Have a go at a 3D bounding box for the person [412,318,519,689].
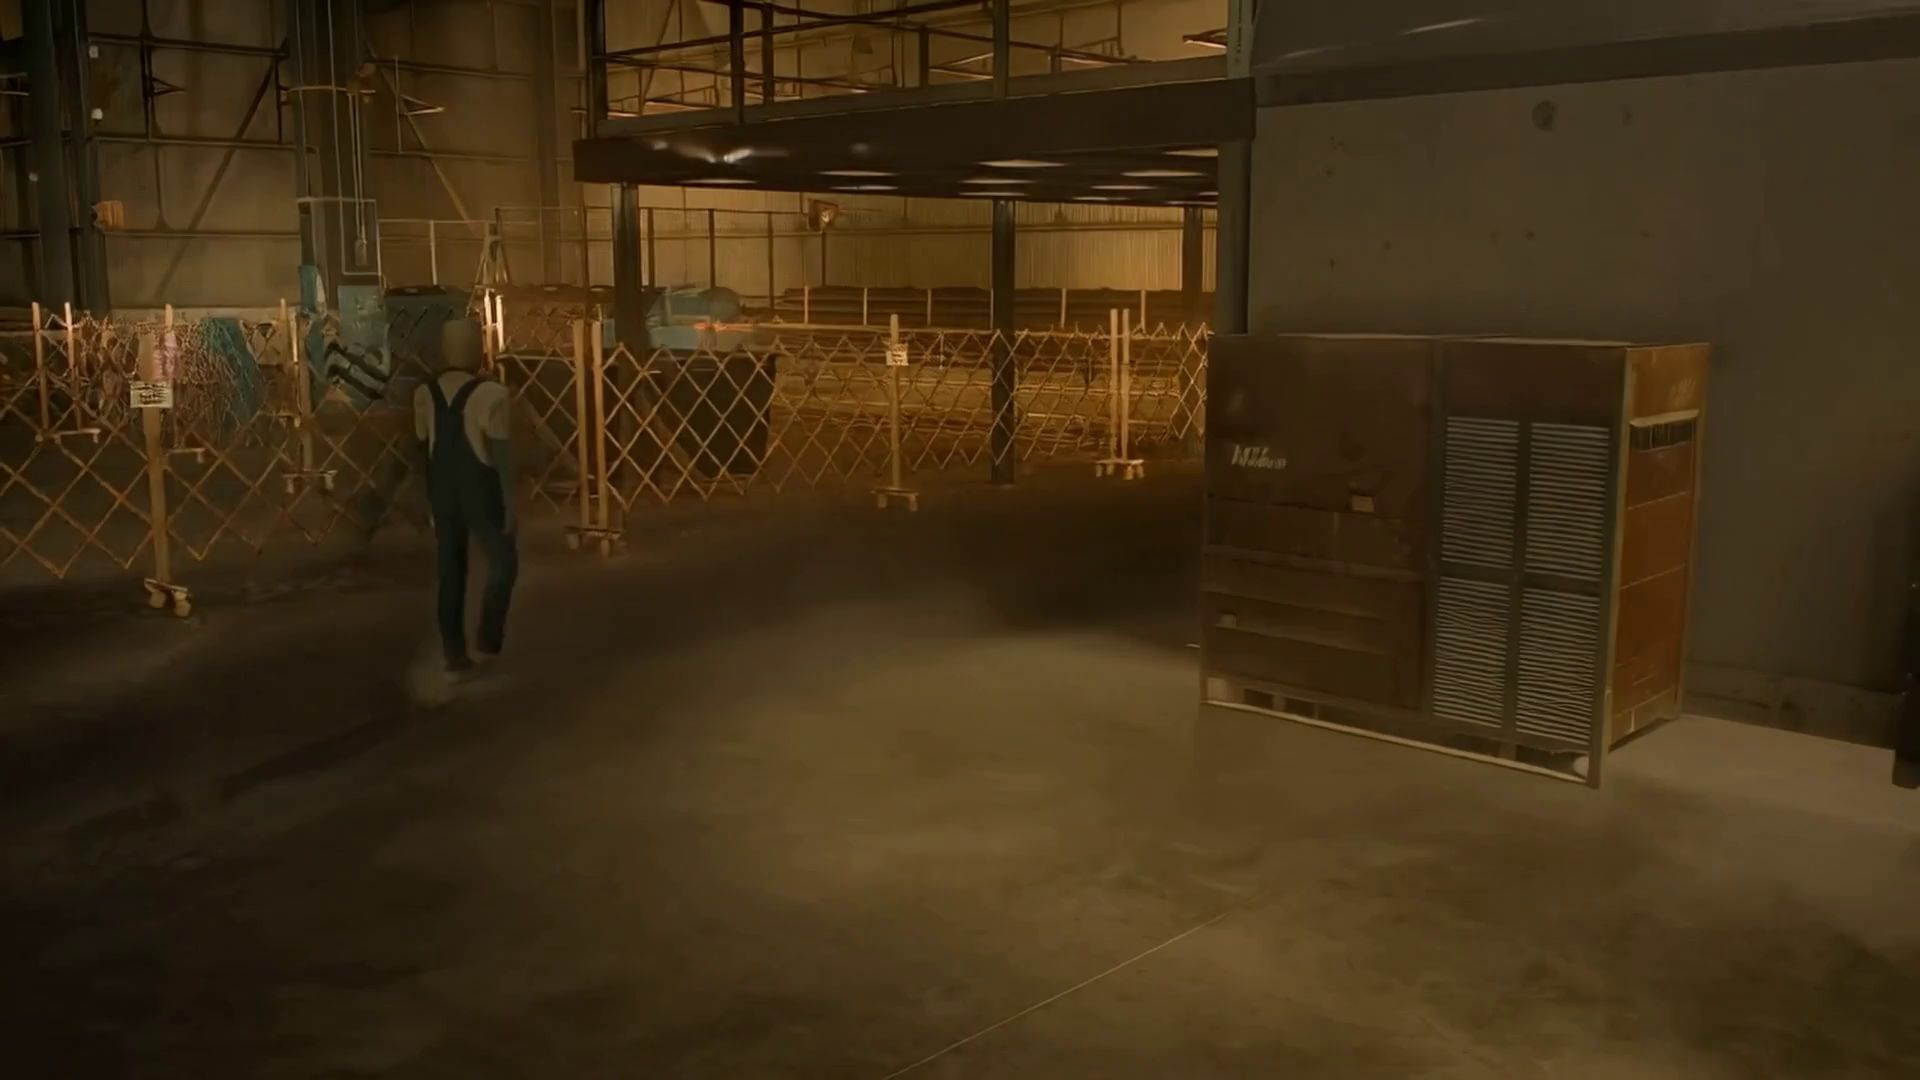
[{"bbox_3d":[-2.423,-0.181,8.272,0.556,1.825,0.510,2,9,10],"label":"person"}]
